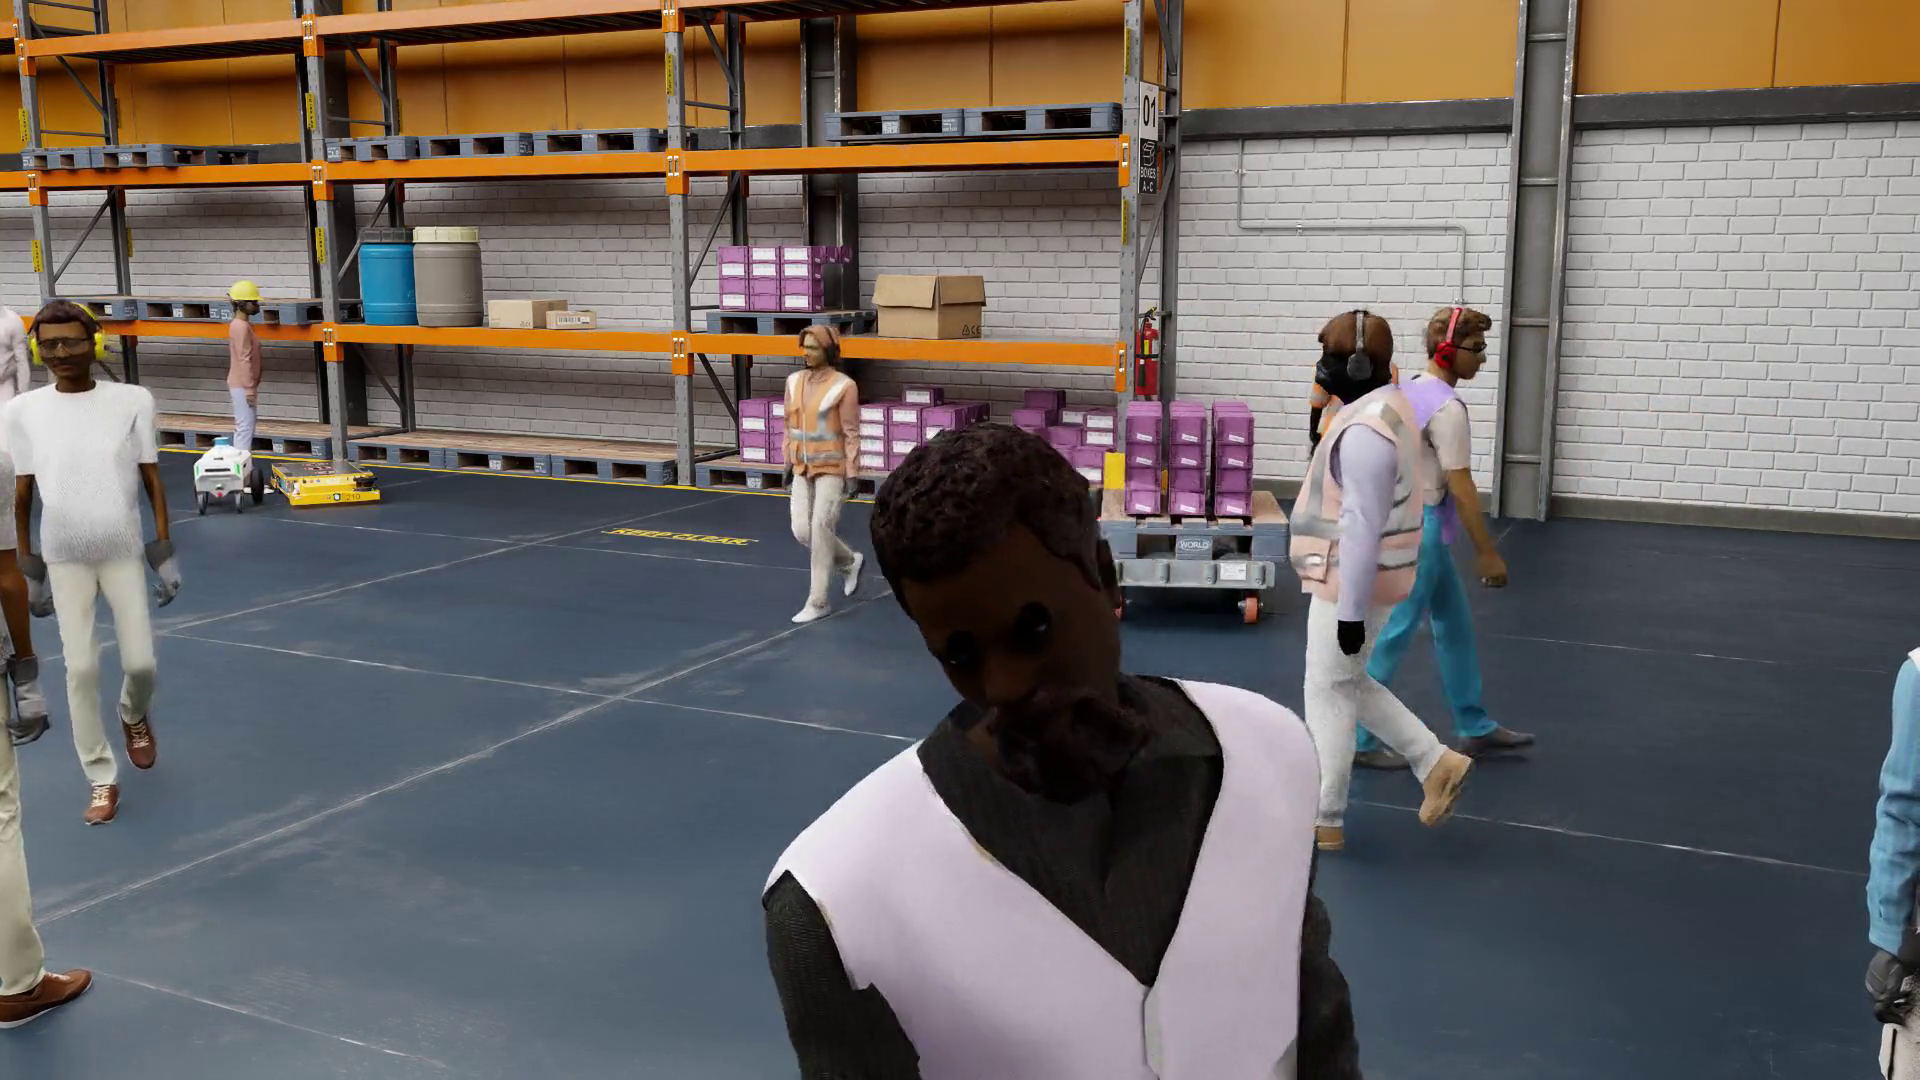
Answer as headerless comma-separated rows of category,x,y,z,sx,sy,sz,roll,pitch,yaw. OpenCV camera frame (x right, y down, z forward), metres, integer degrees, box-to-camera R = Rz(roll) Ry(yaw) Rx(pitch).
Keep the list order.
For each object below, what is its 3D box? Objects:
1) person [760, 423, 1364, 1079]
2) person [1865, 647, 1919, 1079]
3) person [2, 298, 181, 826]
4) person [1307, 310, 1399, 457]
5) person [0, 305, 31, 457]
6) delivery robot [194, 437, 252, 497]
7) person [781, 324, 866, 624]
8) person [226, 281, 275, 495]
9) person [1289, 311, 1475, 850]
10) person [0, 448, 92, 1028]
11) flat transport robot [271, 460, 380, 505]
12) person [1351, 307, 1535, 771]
person,0.151,0.812,1.658,0.701,1.876,0.430,-5,11,-25
person,1.802,0.724,2.810,0.514,1.642,0.311,2,10,14
person,-3.113,0.057,6.009,0.530,1.857,0.563,-5,11,-24
person,2.461,-0.618,10.456,0.549,1.646,0.865,0,10,3
person,-7.409,-1.101,12.608,0.662,1.900,0.584,-5,11,-25
delivery robot,-5.756,-0.560,13.002,0.477,0.478,0.707,-3,10,-16
person,-0.732,-0.380,9.168,0.524,1.621,0.611,8,13,40
person,-5.913,-1.263,13.829,0.331,1.768,0.526,-5,11,-25
person,1.364,0.156,5.534,0.616,1.826,0.642,4,11,19
person,-2.627,0.348,4.310,0.513,1.872,0.331,0,10,1
flat transport robot,-5.235,-0.488,13.670,0.652,0.197,1.431,-5,11,-28
person,1.883,0.024,6.337,0.902,1.799,0.567,1,10,6
